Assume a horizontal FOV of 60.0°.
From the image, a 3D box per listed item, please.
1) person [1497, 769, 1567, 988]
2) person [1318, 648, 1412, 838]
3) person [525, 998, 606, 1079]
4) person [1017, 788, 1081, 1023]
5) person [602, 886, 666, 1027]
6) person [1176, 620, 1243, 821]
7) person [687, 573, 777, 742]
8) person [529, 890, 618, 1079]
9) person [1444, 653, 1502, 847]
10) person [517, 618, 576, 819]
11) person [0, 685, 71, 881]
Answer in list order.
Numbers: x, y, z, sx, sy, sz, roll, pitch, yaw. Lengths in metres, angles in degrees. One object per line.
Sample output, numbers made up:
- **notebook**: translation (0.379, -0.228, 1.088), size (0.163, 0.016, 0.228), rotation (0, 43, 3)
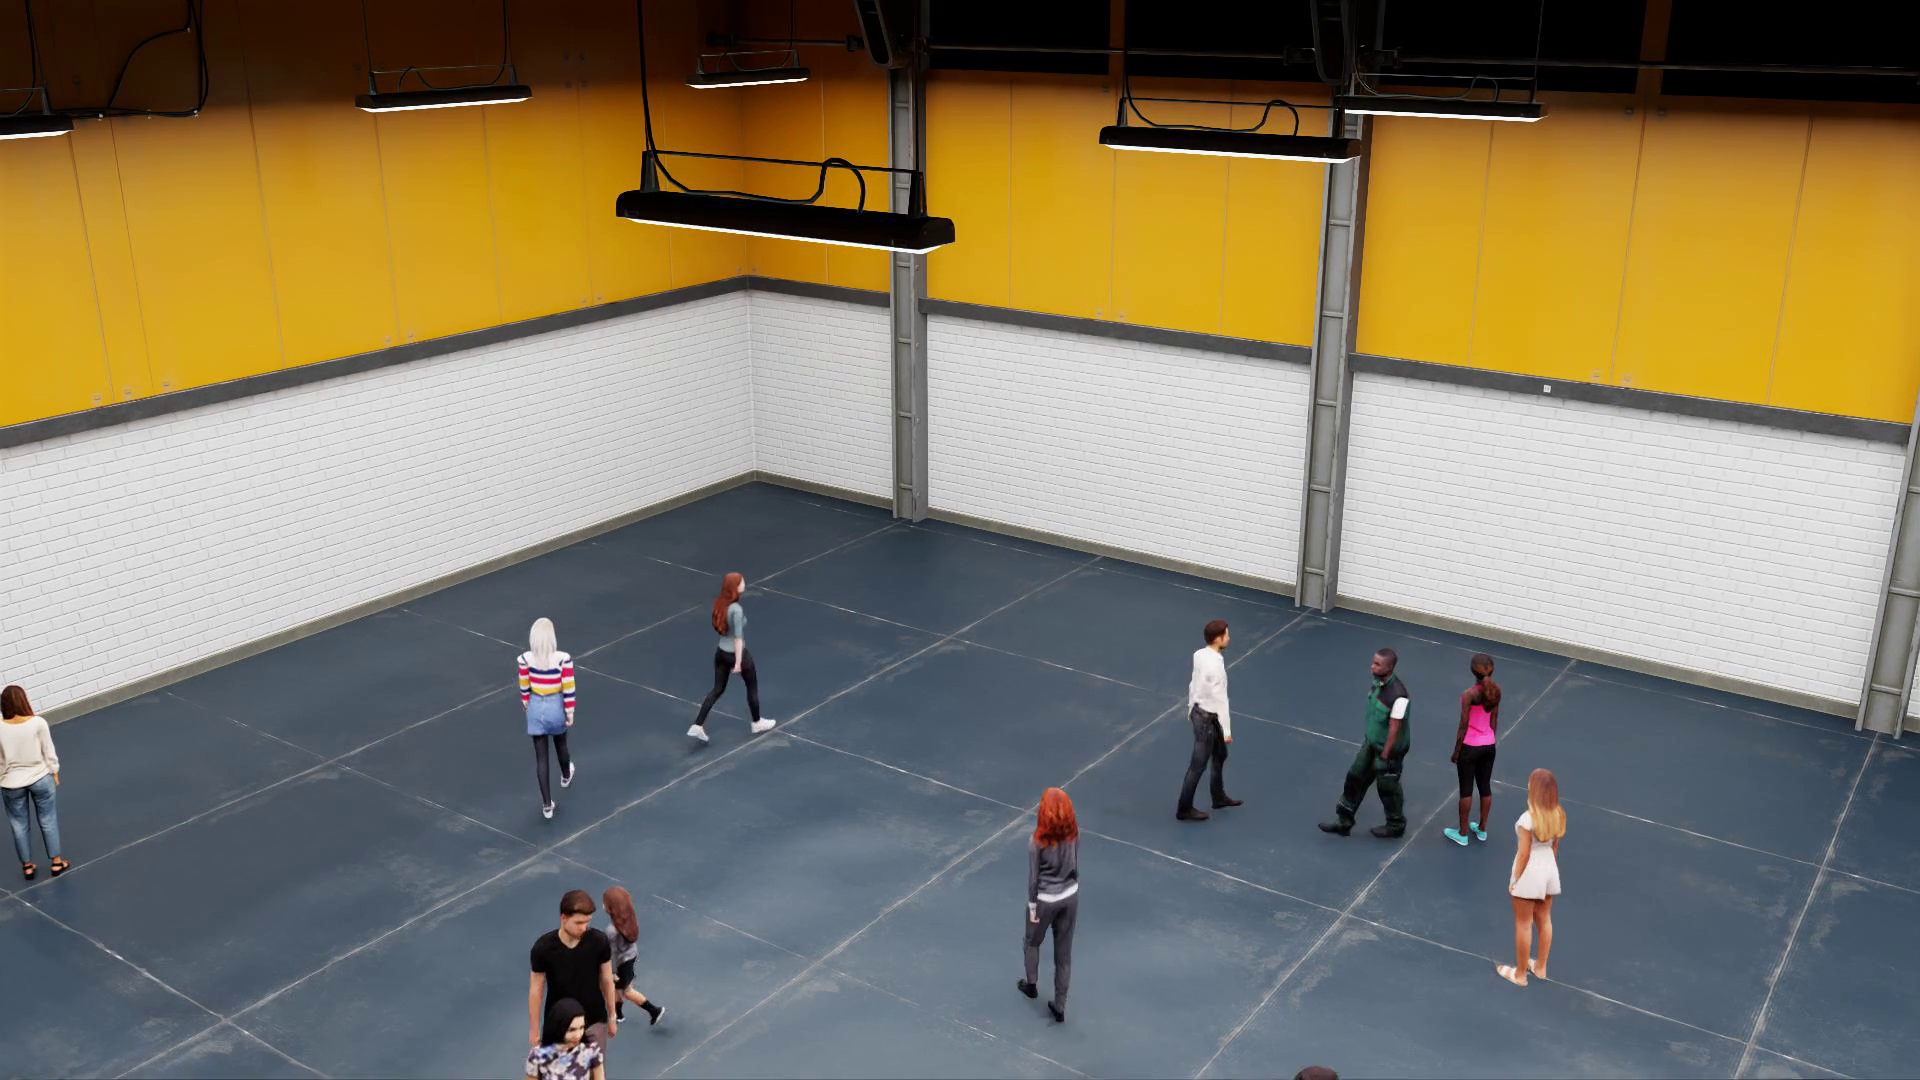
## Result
- **person**: translation (4.204, 2.457, 12.165), size (0.657, 1.695, 0.682), rotation (-9, 21, -25)
- **person**: translation (3.686, 1.753, 14.093), size (1.133, 1.801, 1.082), rotation (-3, 19, -9)
- **person**: translation (-2.261, 3.345, 9.499), size (0.755, 1.715, 0.787), rotation (-7, 20, -21)
- **person**: translation (0.696, 2.592, 11.671), size (0.803, 1.756, 0.887), rotation (-6, 20, -18)
- **person**: translation (-2.323, 2.941, 11.673), size (0.794, 1.093, 0.638), rotation (4, 19, 11)
- **person**: translation (2.056, 1.595, 14.491), size (1.046, 1.846, 0.987), rotation (-3, 19, -9)
- **person**: translation (-2.271, 1.159, 16.003), size (0.873, 1.707, 1.157), rotation (-15, 24, -37)
- **person**: translation (-2.413, 2.978, 10.417), size (1.104, 1.825, 1.198), rotation (-5, 19, -14)
- **person**: translation (4.399, 1.771, 14.156), size (0.660, 1.726, 0.704), rotation (-6, 20, -18)
- **person**: translation (-3.656, 1.585, 14.650), size (1.139, 1.762, 1.143), rotation (-1, 19, -4)
- **person**: translation (-7.636, 1.979, 13.614), size (0.708, 1.677, 0.740), rotation (-6, 20, -17)
